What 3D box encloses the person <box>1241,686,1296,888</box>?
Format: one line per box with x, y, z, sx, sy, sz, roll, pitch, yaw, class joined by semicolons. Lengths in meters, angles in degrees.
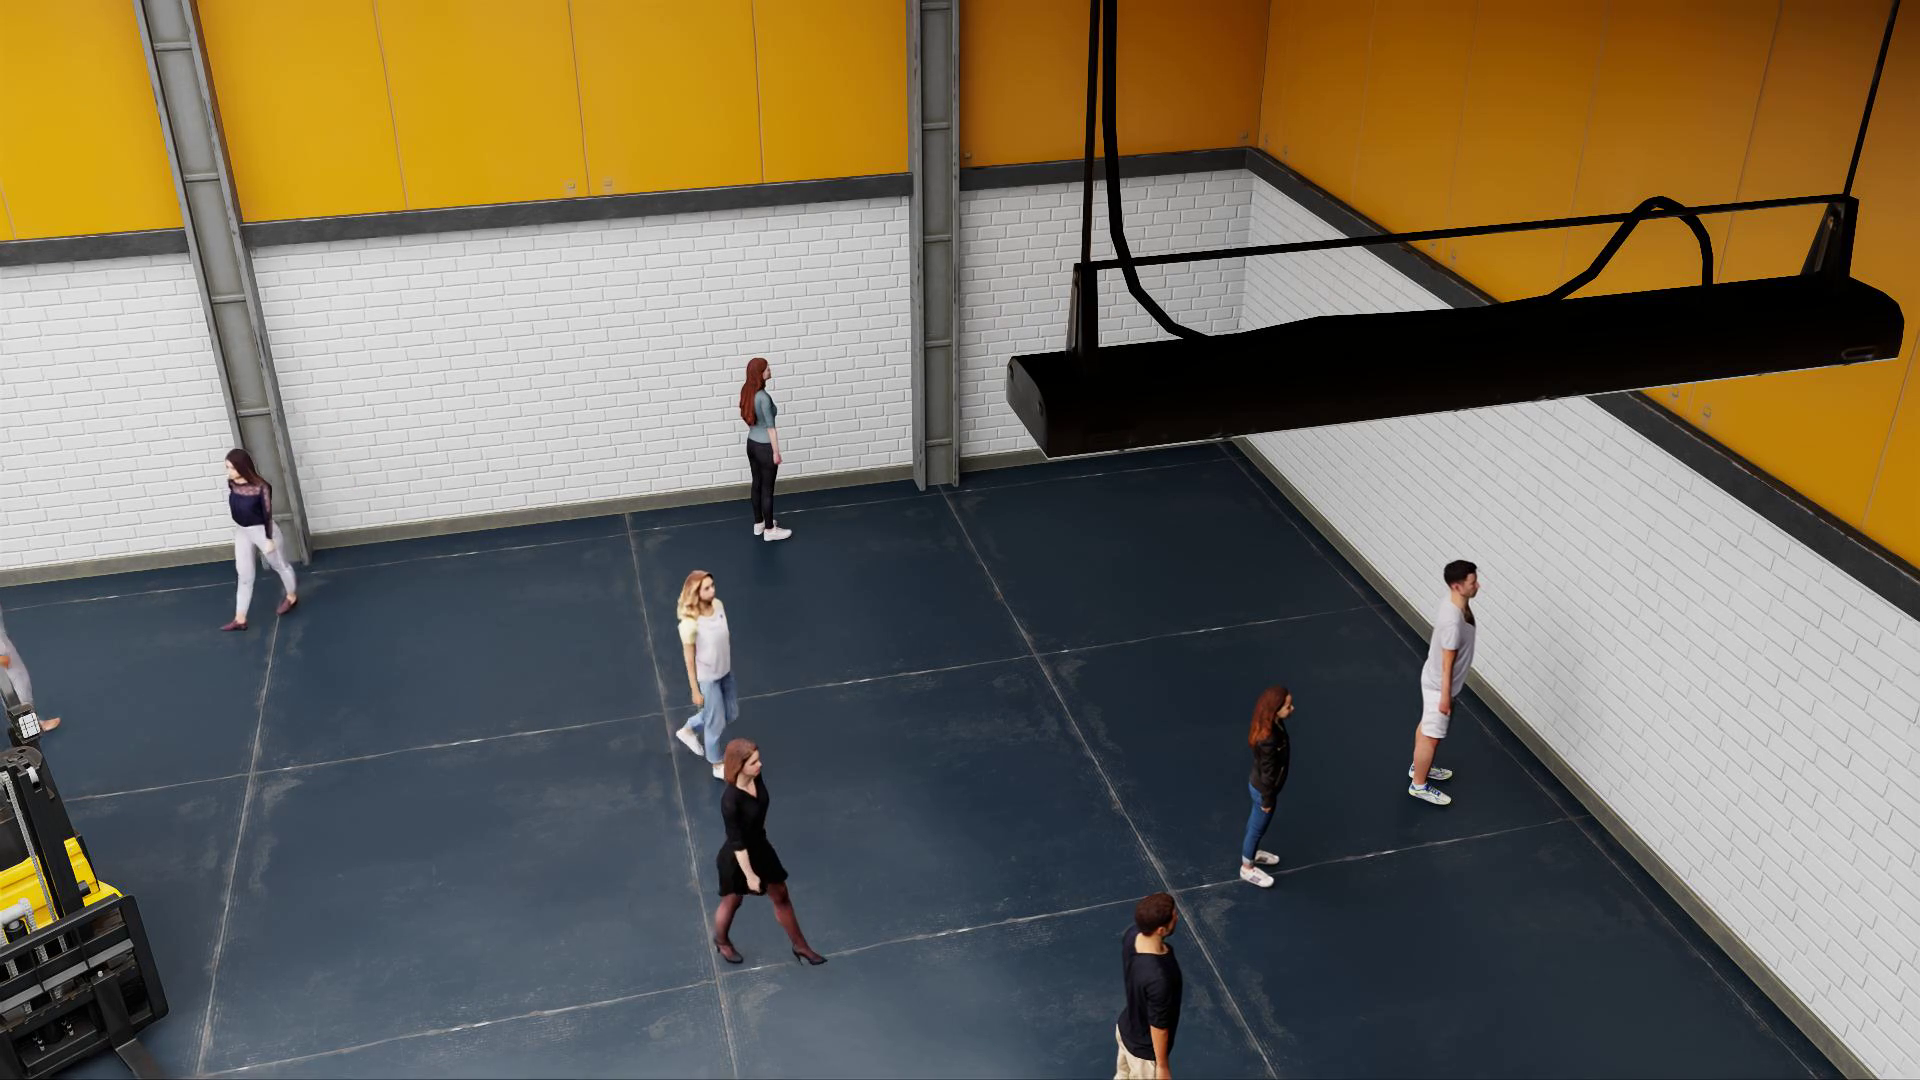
1.982;1.566;10.817;0.638;1.481;0.625;5;29;10;person

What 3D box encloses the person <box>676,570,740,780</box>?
-1.832;0.957;11.692;0.942;1.712;0.872;13;31;22;person

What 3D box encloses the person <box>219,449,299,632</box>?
-5.726;-0.049;13.687;1.026;1.568;1.029;13;31;22;person

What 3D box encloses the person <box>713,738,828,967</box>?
-1.367;1.902;9.994;1.056;1.679;0.937;11;30;19;person

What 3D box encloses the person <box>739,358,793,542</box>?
-1.771;-0.818;14.913;0.652;1.743;0.649;-19;34;-31;person

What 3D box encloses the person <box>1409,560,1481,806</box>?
3.359;0.954;11.549;0.770;1.854;0.762;9;30;16;person

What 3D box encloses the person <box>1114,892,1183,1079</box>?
0.946;2.571;8.589;0.555;1.851;0.641;-6;29;-11;person
